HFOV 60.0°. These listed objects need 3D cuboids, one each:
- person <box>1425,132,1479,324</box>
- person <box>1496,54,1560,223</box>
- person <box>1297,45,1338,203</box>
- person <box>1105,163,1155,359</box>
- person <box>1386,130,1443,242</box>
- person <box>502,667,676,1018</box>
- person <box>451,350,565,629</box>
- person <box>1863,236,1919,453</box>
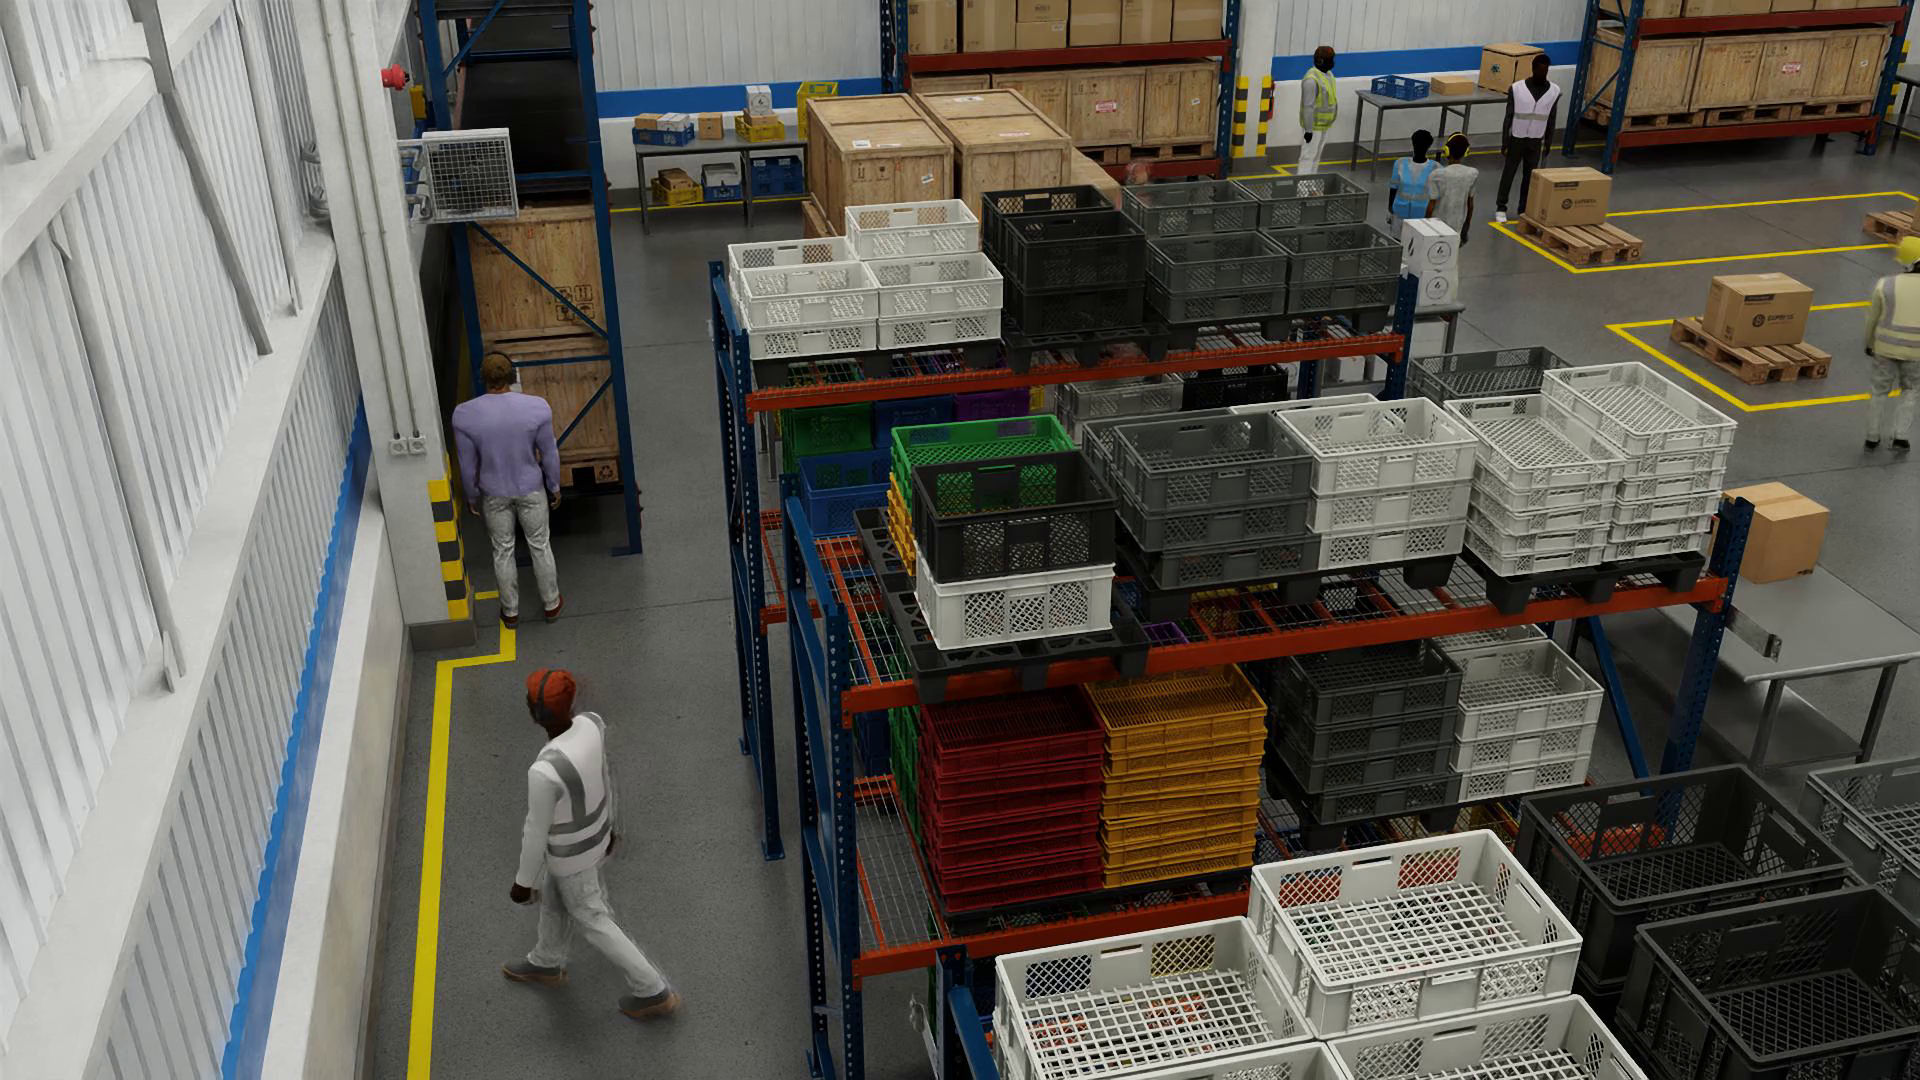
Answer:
[{"bbox_3d":[4.652,-2.974,15.963,0.514,1.867,0.328,-5,28,-10],"label":"person"},{"bbox_3d":[6.454,-4.572,18.951,0.585,1.912,0.387,0,28,0],"label":"person"},{"bbox_3d":[4.220,-4.898,19.638,0.429,1.842,0.635,15,31,26],"label":"person"},{"bbox_3d":[1.551,-2.468,15.009,0.400,1.903,0.678,5,28,10],"label":"person"},{"bbox_3d":[4.548,-3.275,16.707,0.520,1.700,0.317,13,30,23],"label":"person"},{"bbox_3d":[-1.785,1.407,7.673,0.921,1.847,0.589,4,28,7],"label":"person"},{"bbox_3d":[-2.919,-0.326,10.860,0.636,1.938,0.358,-7,29,-14],"label":"person"},{"bbox_3d":[7.543,-1.539,13.311,0.617,1.798,0.404,12,30,22],"label":"person"}]
